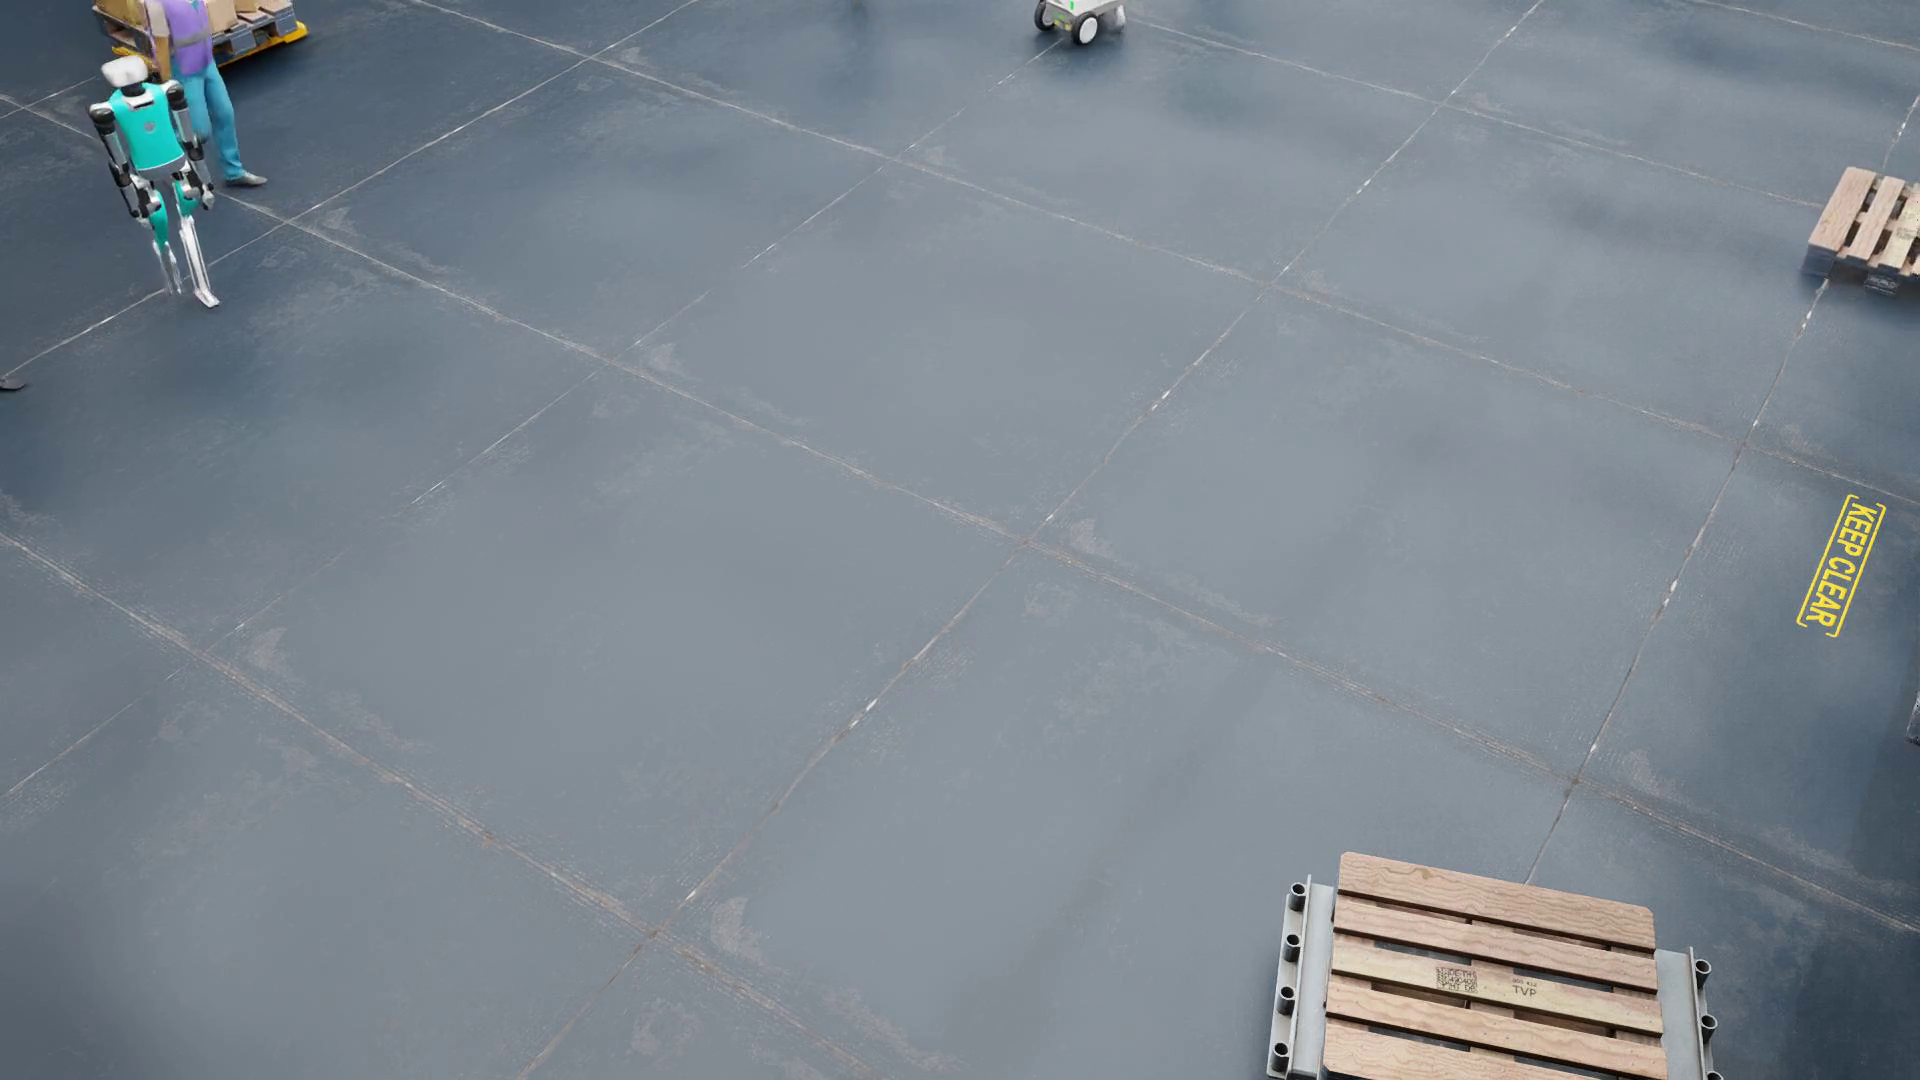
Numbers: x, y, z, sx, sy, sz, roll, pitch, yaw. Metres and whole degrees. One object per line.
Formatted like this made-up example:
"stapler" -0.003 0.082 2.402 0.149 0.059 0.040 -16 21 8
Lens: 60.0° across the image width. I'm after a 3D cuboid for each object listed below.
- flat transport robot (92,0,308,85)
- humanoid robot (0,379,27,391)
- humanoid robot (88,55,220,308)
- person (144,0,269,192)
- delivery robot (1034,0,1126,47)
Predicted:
"flat transport robot" -5.980 -3.920 13.165 0.659 0.231 1.431 27 48 27
"humanoid robot" -5.844 -1.523 9.426 0.469 1.640 0.586 -10 43 -11
"humanoid robot" -4.854 -2.105 10.119 0.534 1.904 0.753 -29 49 -29
"person" -5.228 -3.169 11.170 0.629 1.807 0.613 5 42 5
"delivery robot" 1.004 -4.358 13.456 0.785 0.614 0.510 -32 51 -31
